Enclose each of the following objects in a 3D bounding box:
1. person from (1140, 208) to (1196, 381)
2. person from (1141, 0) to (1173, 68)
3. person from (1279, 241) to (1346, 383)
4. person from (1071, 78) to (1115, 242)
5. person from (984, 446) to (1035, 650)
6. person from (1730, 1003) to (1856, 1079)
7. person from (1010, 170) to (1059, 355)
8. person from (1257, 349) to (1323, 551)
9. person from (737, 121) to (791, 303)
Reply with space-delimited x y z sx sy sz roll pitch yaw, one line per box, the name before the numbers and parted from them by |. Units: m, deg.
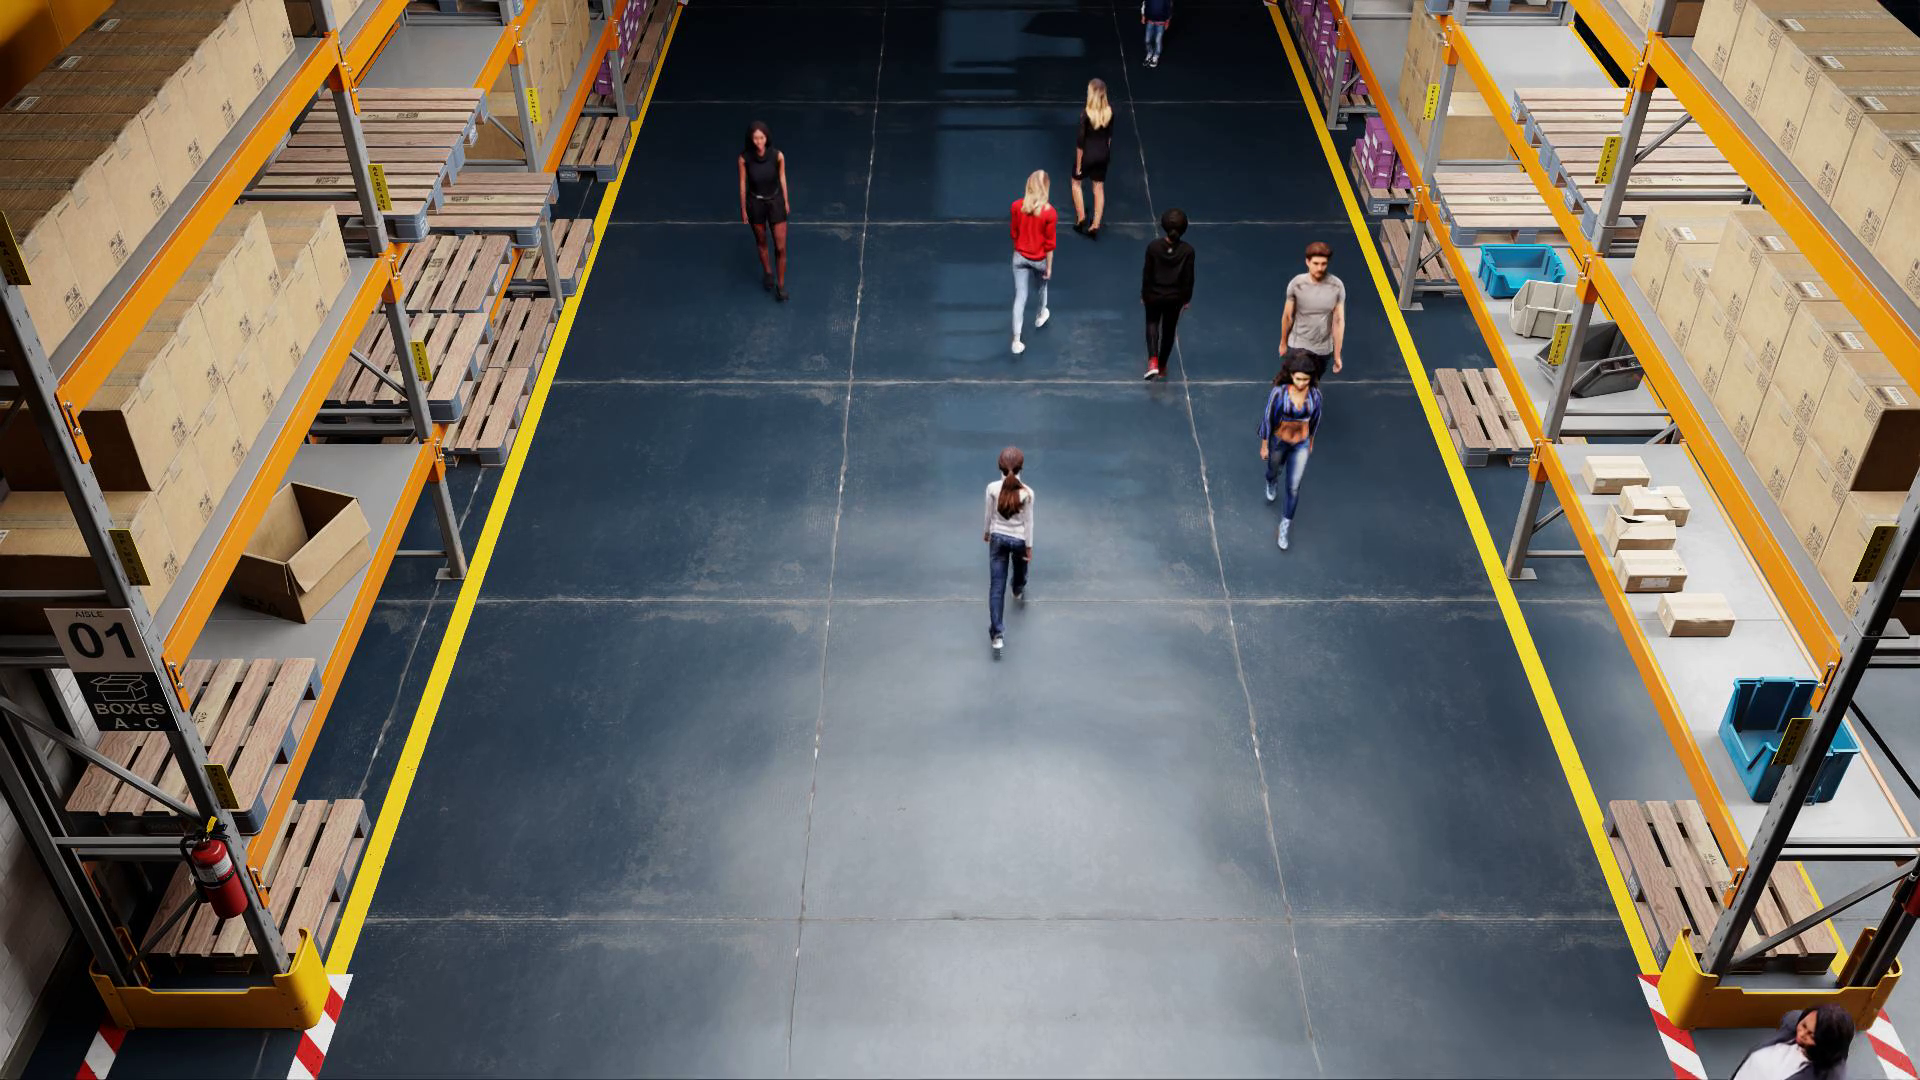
person | 1.770 -2.073 14.382 0.671 1.665 0.808 6 39 7
person | 2.393 -6.341 20.083 0.594 1.218 0.593 15 41 18
person | 2.880 -1.641 13.684 0.716 1.860 1.231 2 39 3
person | 1.355 -3.715 16.440 0.688 1.662 0.720 -17 42 -20
person | 0.331 0.070 11.820 0.647 1.512 1.152 6 39 7
person | 4.137 2.836 8.303 0.815 1.580 0.881 -6 39 -7
person | 0.603 -2.449 14.853 0.847 1.664 1.193 12 40 14
person | 2.516 -0.773 12.816 0.663 1.586 1.028 3 39 4
person | -1.846 -3.163 15.701 0.677 1.721 0.840 -5 39 -6
